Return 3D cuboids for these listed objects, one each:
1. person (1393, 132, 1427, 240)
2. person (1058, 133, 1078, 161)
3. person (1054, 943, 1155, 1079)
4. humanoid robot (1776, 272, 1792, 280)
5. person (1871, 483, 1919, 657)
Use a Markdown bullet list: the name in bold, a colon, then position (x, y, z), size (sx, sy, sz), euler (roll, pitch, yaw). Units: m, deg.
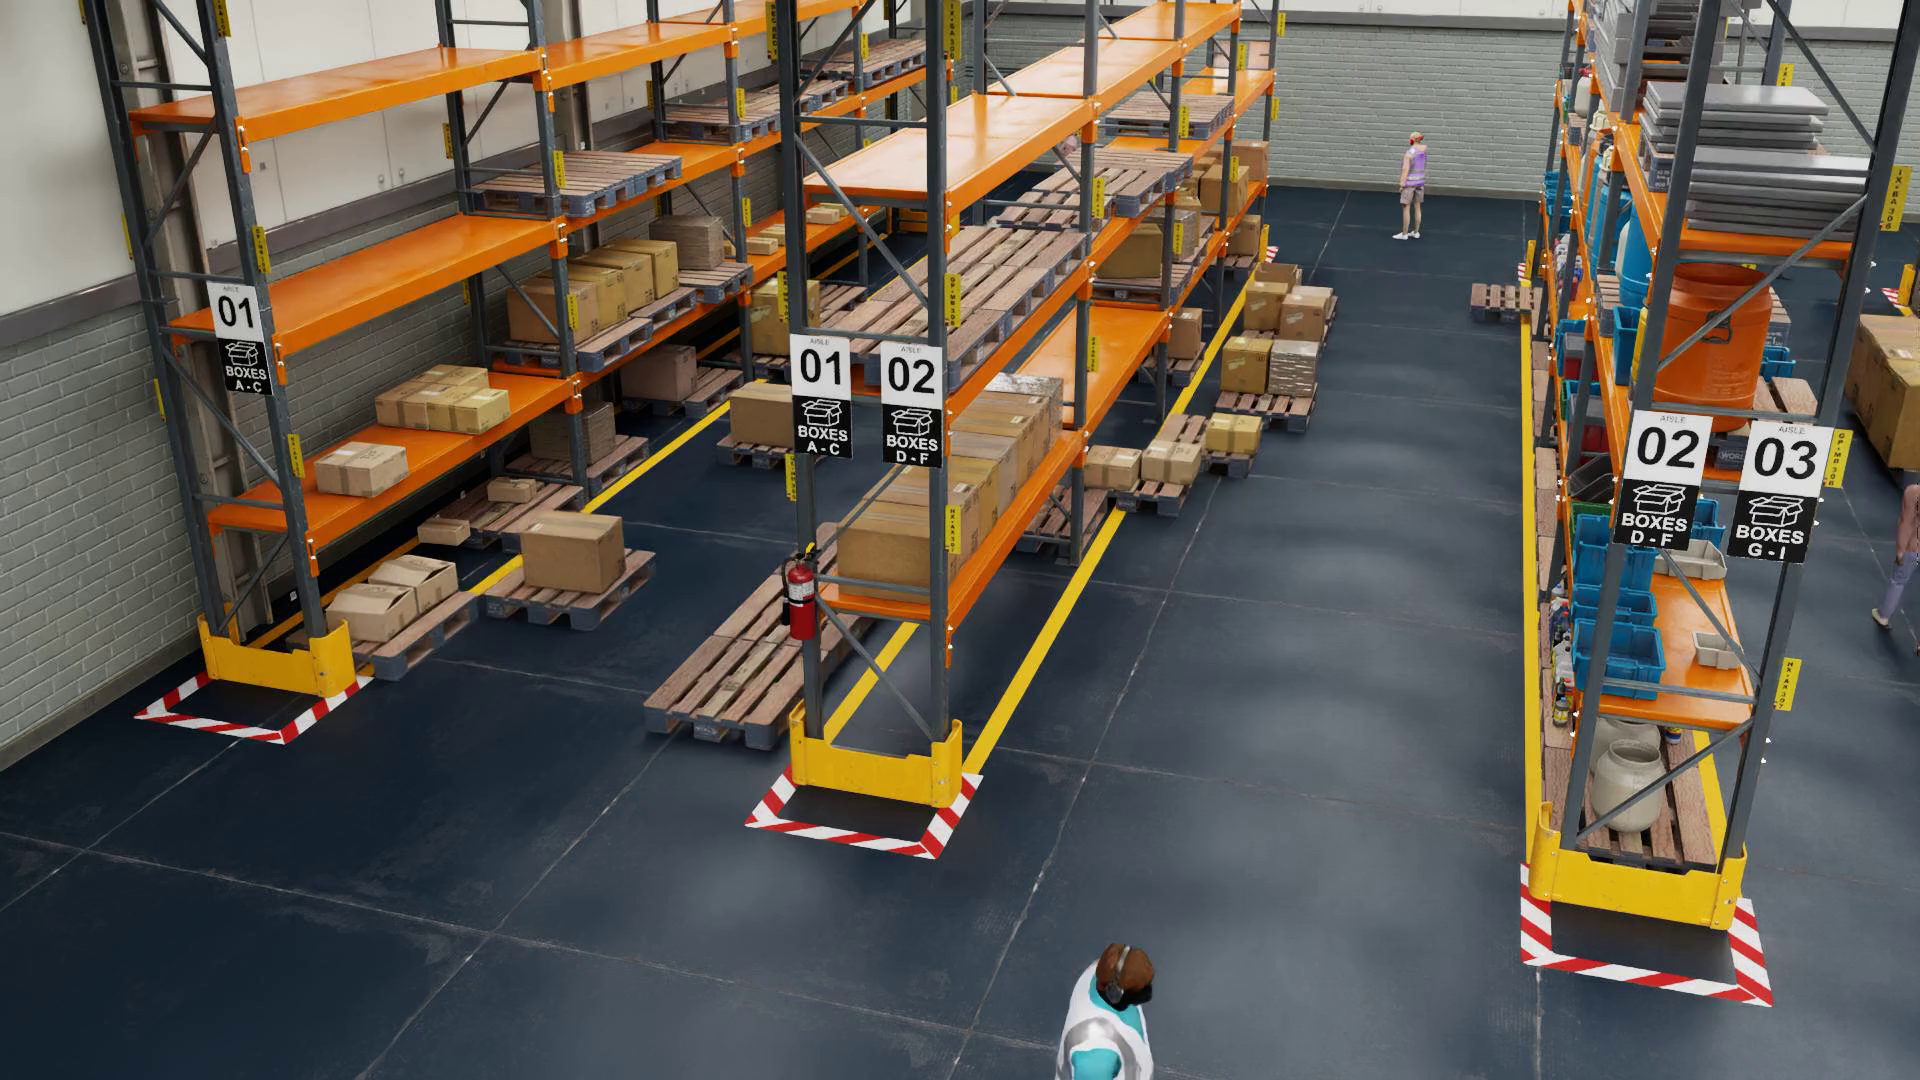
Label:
- **person**: position (7.178, -5.616, 26.407), size (0.489, 1.688, 0.352), euler (-14, 27, -29)
- **person**: position (1.747, -5.906, 26.936), size (0.331, 1.801, 0.514), euler (3, 23, 7)
- **person**: position (0.604, 2.516, 7.389), size (0.498, 1.818, 0.646), euler (5, 24, 10)
- **humanoid robot**: position (11.902, -4.621, 24.135), size (0.589, 1.637, 0.638), euler (-21, 31, -40)
- **person**: position (7.700, 0.044, 13.236), size (0.525, 1.715, 0.918), euler (6, 24, 13)
